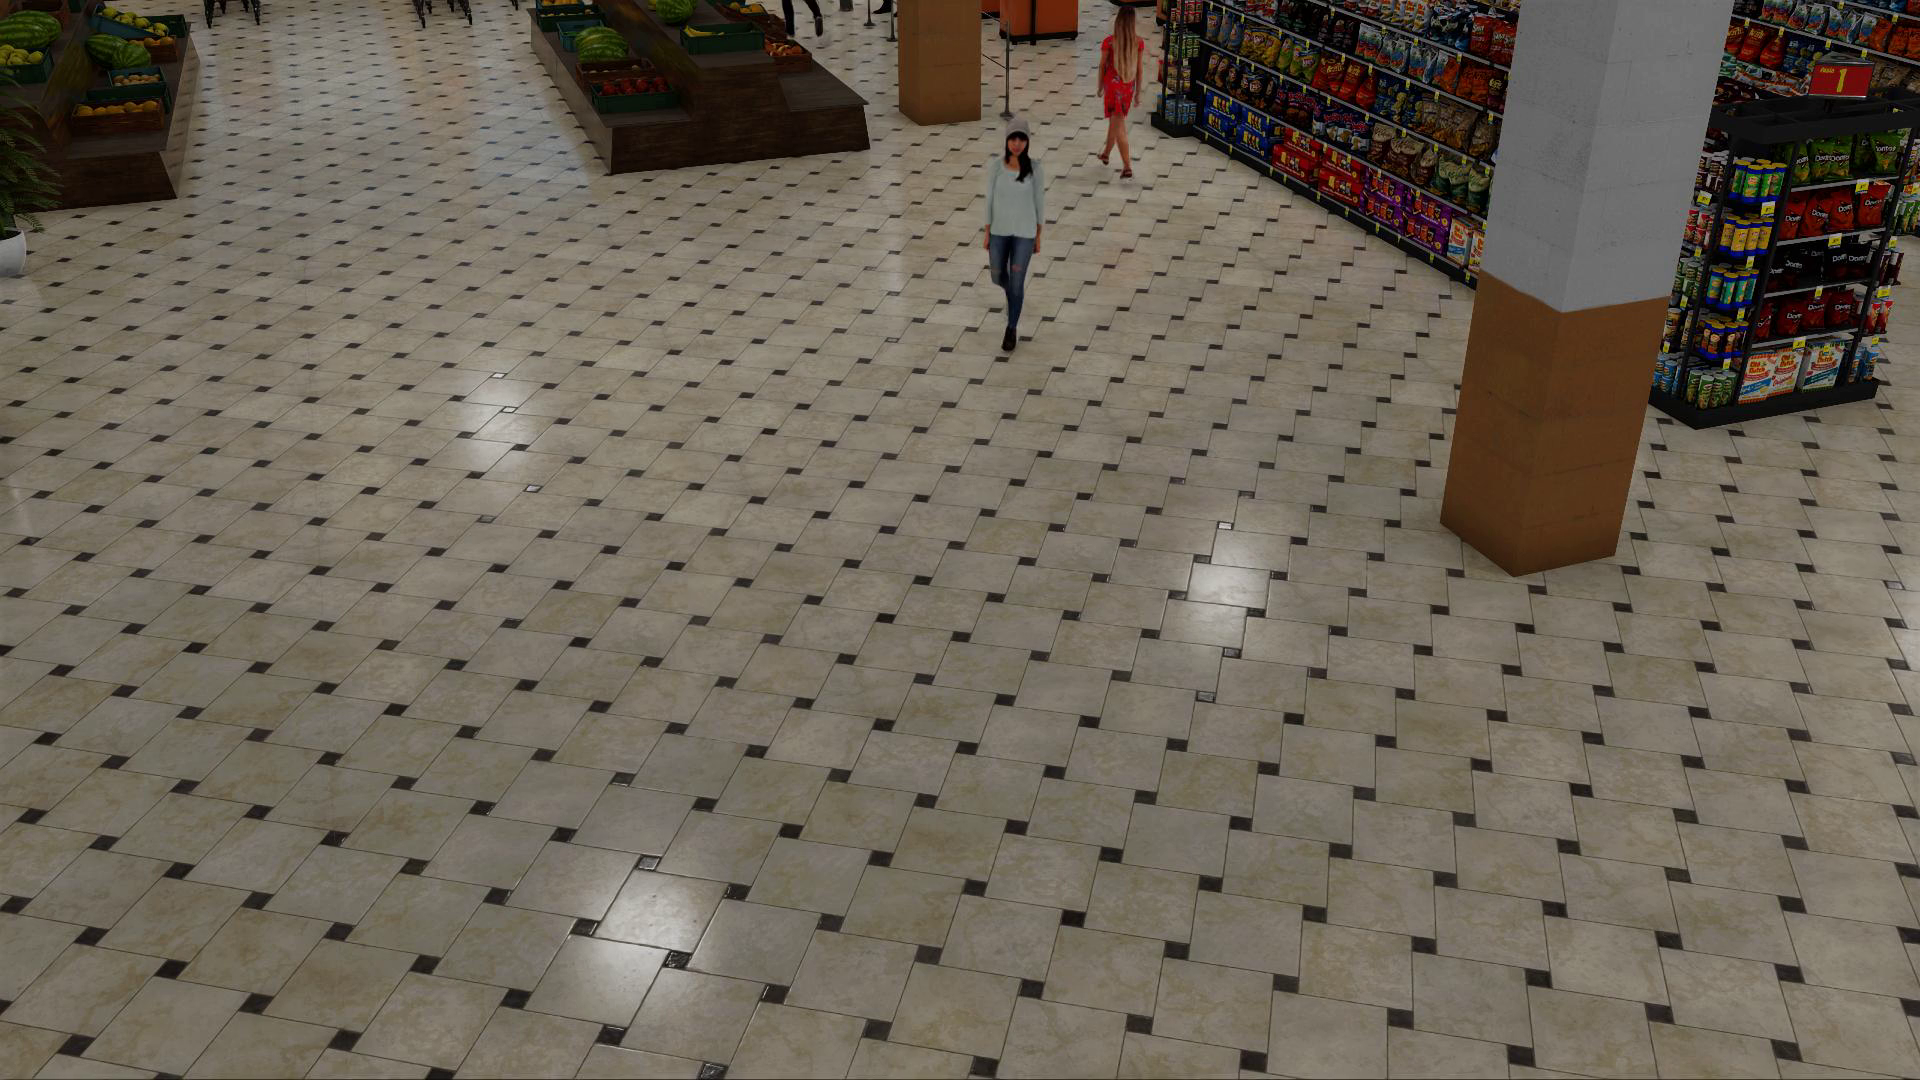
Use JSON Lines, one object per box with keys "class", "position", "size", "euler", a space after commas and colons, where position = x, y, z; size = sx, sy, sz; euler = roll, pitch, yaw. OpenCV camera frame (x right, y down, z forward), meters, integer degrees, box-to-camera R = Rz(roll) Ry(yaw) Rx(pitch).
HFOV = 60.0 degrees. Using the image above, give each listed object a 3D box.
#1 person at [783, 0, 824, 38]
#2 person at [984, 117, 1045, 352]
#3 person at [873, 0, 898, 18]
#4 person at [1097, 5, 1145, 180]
{"class": "person", "position": [-2.031, -7.232, 20.936], "size": [0.835, 1.825, 1.081], "euler": [-19, 34, -31]}
{"class": "person", "position": [0.381, -2.229, 11.969], "size": [0.863, 1.635, 1.011], "euler": [5, 29, 9]}
{"class": "person", "position": [-0.905, -8.029, 22.376], "size": [0.744, 1.842, 0.873], "euler": [21, 35, 34]}
{"class": "person", "position": [1.510, -4.142, 15.569], "size": [0.594, 1.543, 1.100], "euler": [-8, 30, -14]}
